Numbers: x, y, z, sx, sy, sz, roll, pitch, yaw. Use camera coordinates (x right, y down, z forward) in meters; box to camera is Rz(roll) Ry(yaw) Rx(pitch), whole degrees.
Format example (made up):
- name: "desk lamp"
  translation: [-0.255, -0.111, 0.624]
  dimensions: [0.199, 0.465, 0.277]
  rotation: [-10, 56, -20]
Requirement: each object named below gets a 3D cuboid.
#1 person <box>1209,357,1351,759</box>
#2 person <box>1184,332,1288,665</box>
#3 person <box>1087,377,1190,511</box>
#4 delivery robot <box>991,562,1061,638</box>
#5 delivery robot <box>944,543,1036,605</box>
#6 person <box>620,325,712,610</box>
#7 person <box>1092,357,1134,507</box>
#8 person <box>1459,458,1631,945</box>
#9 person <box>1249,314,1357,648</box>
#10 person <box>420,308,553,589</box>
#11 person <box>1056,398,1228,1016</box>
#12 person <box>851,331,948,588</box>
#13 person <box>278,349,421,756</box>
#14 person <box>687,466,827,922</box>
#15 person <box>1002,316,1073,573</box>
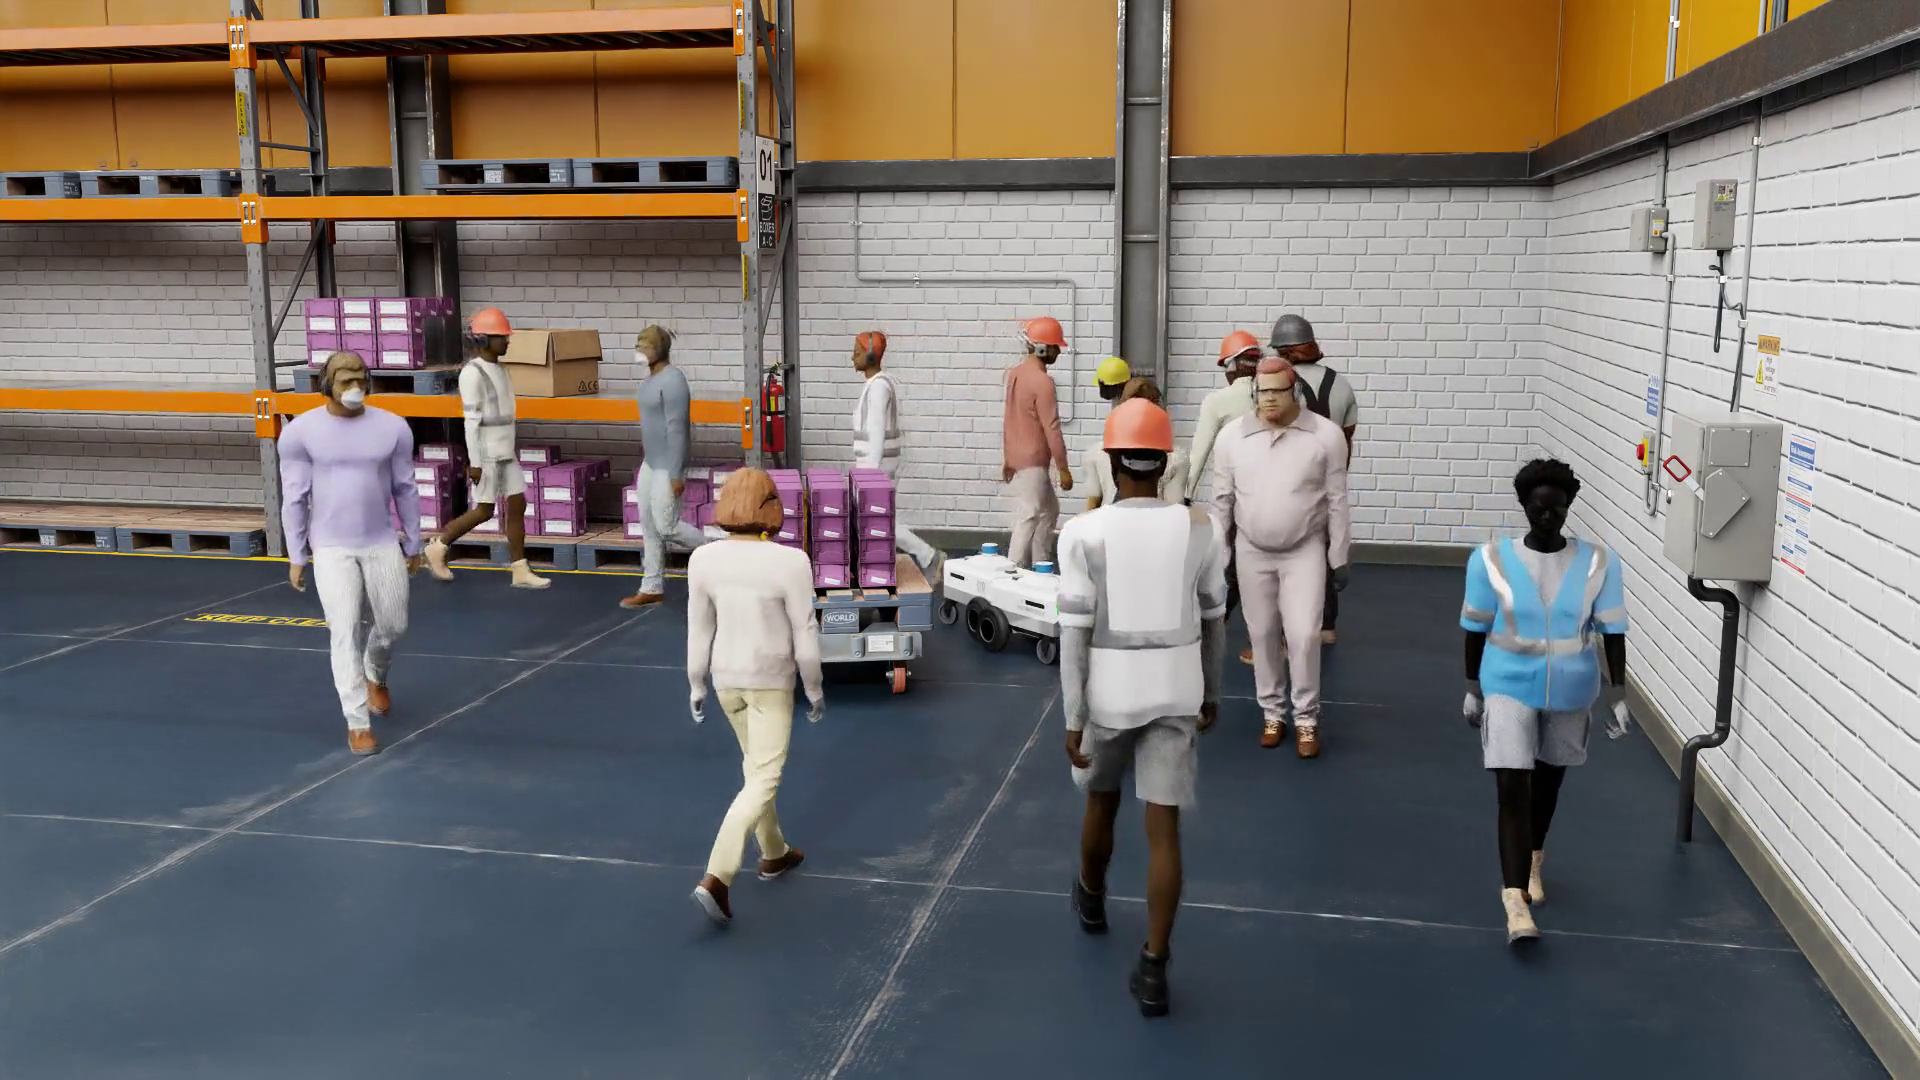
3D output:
- name: "person"
  translation: [1.490, 0.083, 7.871]
  dimensions: [0.657, 1.885, 0.606]
  rotation: [4, 10, 23]
- name: "person"
  translation: [1.682, -0.260, 9.861]
  dimensions: [0.713, 1.927, 1.041]
  rotation: [-5, 11, -29]
- name: "person"
  translation: [0.813, 0.126, 7.932]
  dimensions: [0.538, 1.796, 0.980]
  rotation: [3, 10, 15]
- name: "delivery robot"
  translation: [0.500, 0.372, 9.852]
  dimensions: [0.477, 0.478, 0.707]
  rotation: [-7, 12, -35]
- name: "delivery robot"
  translation: [0.188, 0.263, 10.505]
  dimensions: [0.477, 0.478, 0.707]
  rotation: [-5, 11, -29]
- name: "person"
  translation: [-1.934, -0.489, 11.222]
  dimensions: [0.723, 1.924, 0.638]
  rotation: [-5, 11, -29]
- name: "person"
  translation: [1.093, -0.379, 11.176]
  dimensions: [0.876, 1.699, 0.540]
  rotation: [4, 10, 23]
- name: "person"
  translation: [2.013, 0.549, 5.733]
  dimensions: [0.548, 1.647, 0.859]
  rotation: [1, 10, 8]
- name: "person"
  translation: [2.043, -0.374, 10.162]
  dimensions: [0.694, 2.000, 0.537]
  rotation: [-3, 10, -20]
- name: "person"
  translation: [-3.404, -0.638, 11.843]
  dimensions: [0.879, 2.020, 0.615]
  rotation: [2, 10, 9]
- name: "person"
  translation: [0.583, 0.485, 5.423]
  dimensions: [0.560, 1.886, 0.990]
  rotation: [0, 9, 0]
- name: "person"
  translation: [-0.498, -0.510, 11.499]
  dimensions: [0.725, 1.866, 0.580]
  rotation: [-1, 10, -8]
- name: "person"
  translation: [-2.933, 0.034, 8.053]
  dimensions: [0.648, 1.923, 0.719]
  rotation: [-6, 11, -32]
- name: "person"
  translation: [-0.769, 0.534, 6.005]
  dimensions: [0.503, 1.605, 0.801]
  rotation: [5, 10, 26]
- name: "person"
  translation: [0.595, -0.546, 11.409]
  dimensions: [0.710, 1.963, 0.635]
  rotation: [-3, 10, -18]
